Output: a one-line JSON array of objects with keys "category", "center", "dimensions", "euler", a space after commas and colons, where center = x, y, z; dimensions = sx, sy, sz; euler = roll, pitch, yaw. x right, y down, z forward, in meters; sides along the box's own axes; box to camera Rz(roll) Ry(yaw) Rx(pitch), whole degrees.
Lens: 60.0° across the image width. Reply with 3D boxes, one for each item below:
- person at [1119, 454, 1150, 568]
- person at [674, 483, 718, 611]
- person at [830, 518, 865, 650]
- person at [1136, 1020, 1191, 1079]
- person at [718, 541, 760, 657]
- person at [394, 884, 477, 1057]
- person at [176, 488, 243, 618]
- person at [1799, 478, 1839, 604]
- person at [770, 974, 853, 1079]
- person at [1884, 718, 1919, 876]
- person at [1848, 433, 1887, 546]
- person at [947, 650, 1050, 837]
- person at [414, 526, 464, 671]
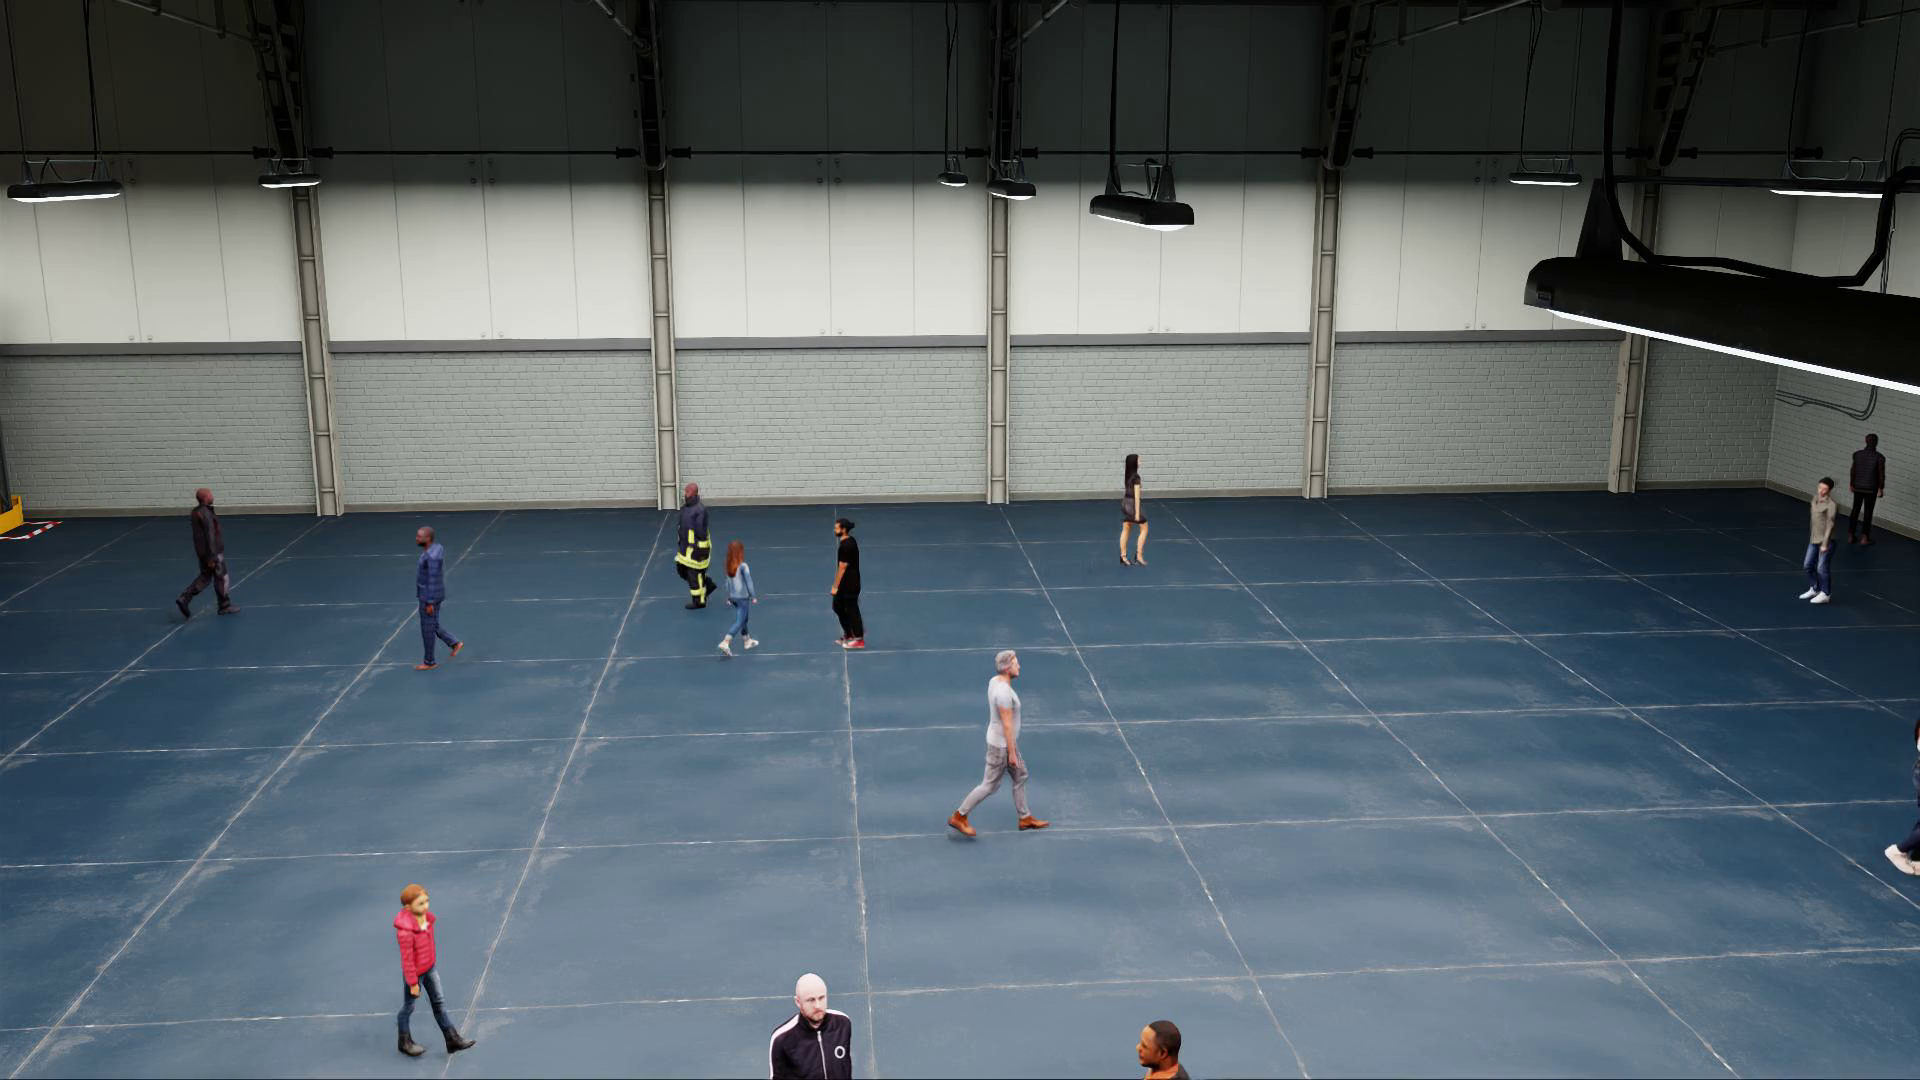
[{"category": "person", "center": [2.578, -0.439, 25.716], "dimensions": [0.758, 1.773, 0.731], "euler": [-6, 14, -23]}, {"category": "person", "center": [-3.680, 0.065, 23.461], "dimensions": [1.043, 1.809, 0.966], "euler": [-10, 16, -36]}, {"category": "person", "center": [-1.346, 0.564, 21.463], "dimensions": [0.701, 1.739, 0.667], "euler": [-2, 13, -7]}, {"category": "person", "center": [1.186, 3.428, 8.807], "dimensions": [1.168, 1.870, 0.824], "euler": [1, 13, 5]}, {"category": "person", "center": [-2.856, 0.760, 21.245], "dimensions": [0.933, 1.455, 1.013], "euler": [12, 17, 41]}, {"category": "person", "center": [-3.883, 3.041, 11.747], "dimensions": [0.894, 1.295, 0.744], "euler": [5, 14, 21]}, {"category": "person", "center": [-10.461, 0.190, 22.937], "dimensions": [1.100, 1.803, 1.169], "euler": [11, 17, 40]}, {"category": "person", "center": [12.311, 0.014, 23.639], "dimensions": [0.682, 1.829, 0.735], "euler": [0, 13, 2]}, {"category": "person", "center": [-0.832, 3.299, 9.435], "dimensions": [0.680, 1.836, 0.825], "euler": [-8, 15, -30]}, {"category": "person", "center": [8.447, 2.116, 14.631], "dimensions": [0.875, 1.796, 0.813], "euler": [8, 15, 29]}, {"category": "person", "center": [14.890, -0.849, 27.350], "dimensions": [0.754, 1.835, 0.780], "euler": [-9, 16, -33]}, {"category": "person", "center": [0.291, 1.924, 15.477], "dimensions": [1.186, 1.790, 0.697], "euler": [-1, 13, -4]}, {"category": "person", "center": [-6.518, 0.704, 20.701], "dimensions": [0.887, 1.809, 0.789], "euler": [-3, 13, -15]}]
